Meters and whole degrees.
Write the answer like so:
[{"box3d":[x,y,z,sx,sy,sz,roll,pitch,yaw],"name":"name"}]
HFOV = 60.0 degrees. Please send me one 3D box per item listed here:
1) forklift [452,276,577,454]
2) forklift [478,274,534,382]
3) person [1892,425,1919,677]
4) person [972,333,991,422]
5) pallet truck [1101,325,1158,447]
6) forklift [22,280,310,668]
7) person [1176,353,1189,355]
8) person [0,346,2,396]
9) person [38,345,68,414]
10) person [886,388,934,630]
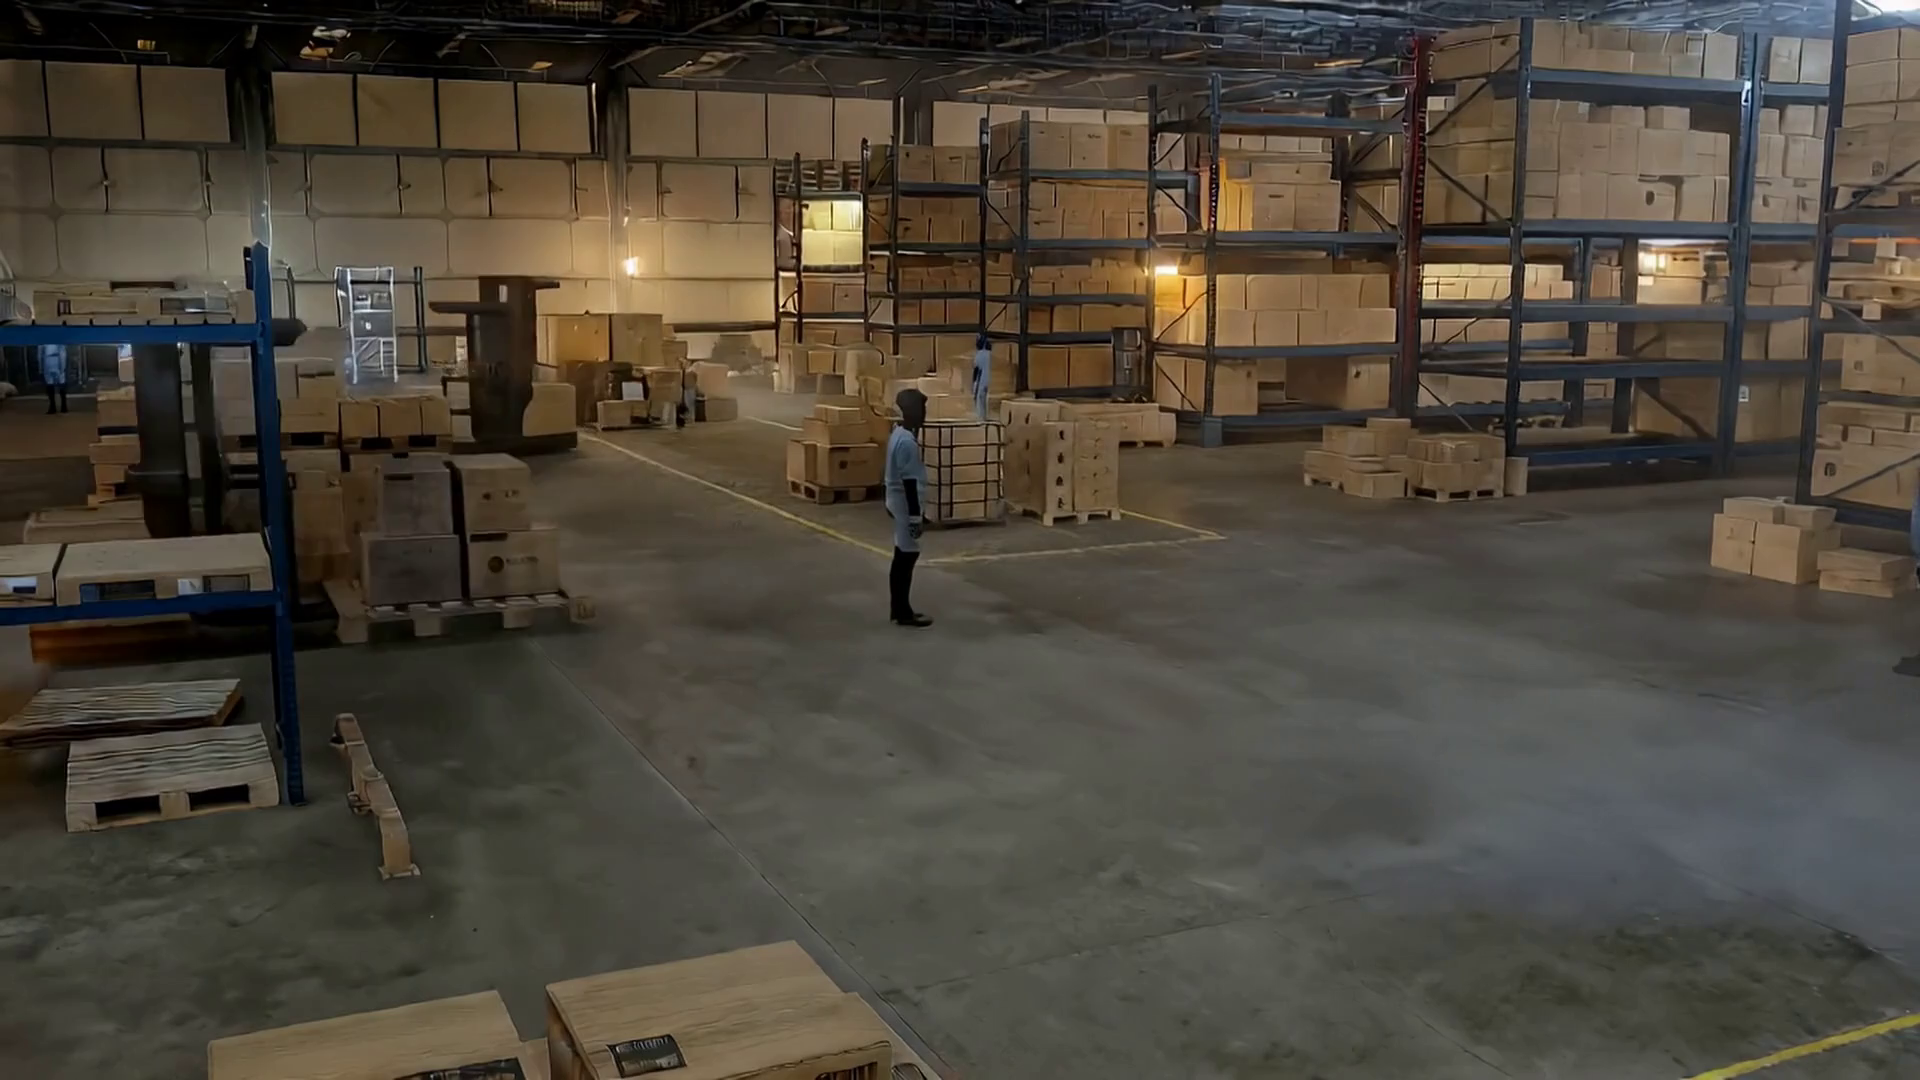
[{"box3d":[-7.147,-2.774,26.294,1.129,2.768,1.873,8,12,40],"name":"forklift"},{"box3d":[-11.287,-5.374,42.426,1.873,2.768,1.129,-4,10,-25],"name":"forklift"},{"box3d":[6.934,0.018,11.891,0.360,1.936,0.552,7,11,37],"name":"person"},{"box3d":[0.353,-2.571,28.193,0.333,1.864,0.520,4,10,25],"name":"person"},{"box3d":[2.881,-2.596,27.923,0.823,1.965,1.885,-1,9,-7],"name":"pallet truck"},{"box3d":[-6.052,-0.566,12.597,1.873,2.768,1.129,-4,10,-25],"name":"forklift"},{"box3d":[4.387,-3.287,33.401,0.807,1.599,0.541,-4,10,-25],"name":"person"},{"box3d":[-22.045,-4.109,37.679,0.670,1.894,0.968,-3,10,-20],"name":"person"},{"box3d":[-18.475,-3.522,33.857,0.354,1.939,0.544,6,11,33],"name":"person"},{"box3d":[-0.415,-0.257,13.509,0.362,1.963,0.613,-2,9,-12],"name":"person"}]
